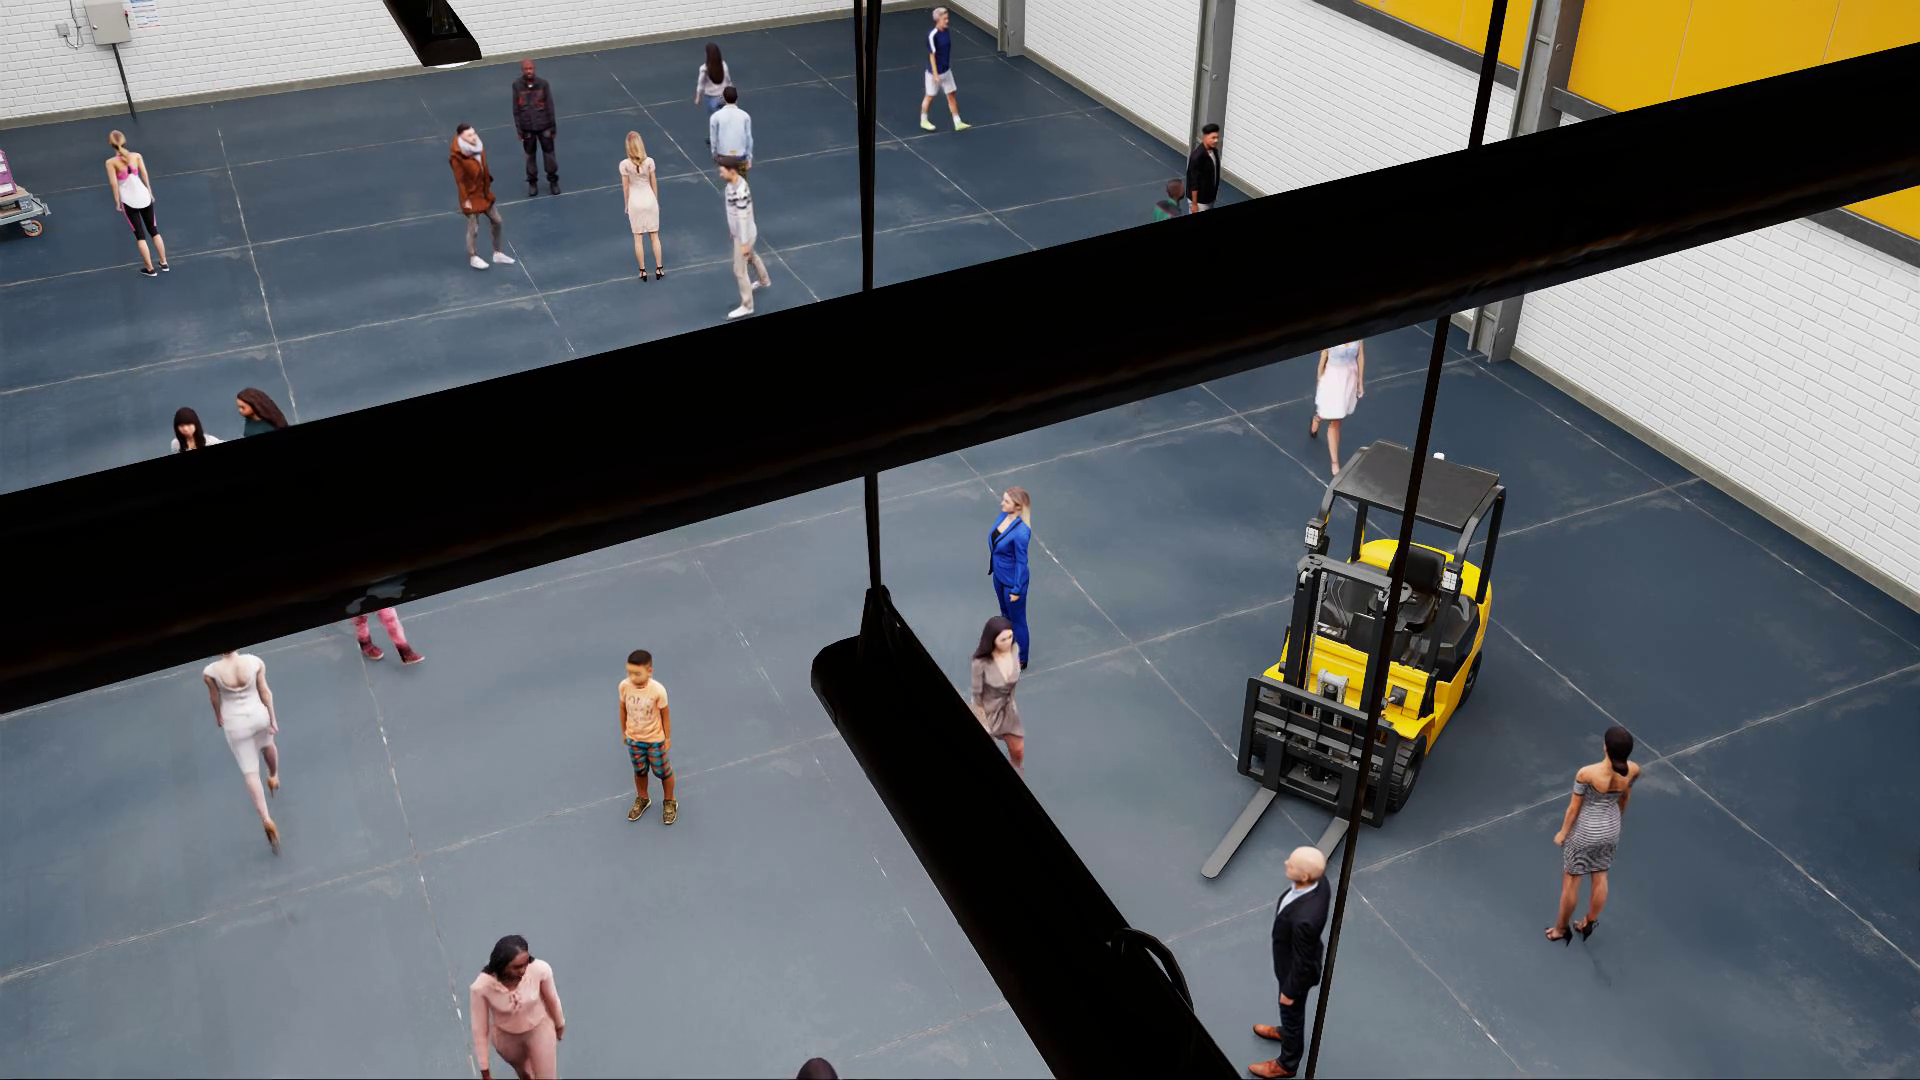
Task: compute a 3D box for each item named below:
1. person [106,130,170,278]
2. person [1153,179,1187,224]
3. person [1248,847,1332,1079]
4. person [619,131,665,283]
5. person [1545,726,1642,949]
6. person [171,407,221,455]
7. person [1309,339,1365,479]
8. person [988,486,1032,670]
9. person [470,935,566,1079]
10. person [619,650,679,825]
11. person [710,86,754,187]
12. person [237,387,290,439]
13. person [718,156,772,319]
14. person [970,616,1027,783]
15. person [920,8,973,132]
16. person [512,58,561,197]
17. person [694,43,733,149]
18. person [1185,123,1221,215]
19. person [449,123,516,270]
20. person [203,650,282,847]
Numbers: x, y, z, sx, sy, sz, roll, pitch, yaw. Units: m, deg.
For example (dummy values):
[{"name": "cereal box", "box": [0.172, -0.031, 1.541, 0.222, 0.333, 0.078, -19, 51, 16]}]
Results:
[{"name": "person", "box": [-9.849, -4.032, 19.891, 0.657, 1.788, 0.675, 26, 42, 33]}, {"name": "person", "box": [2.218, -3.104, 18.476, 0.787, 1.810, 1.072, -12, 35, -17]}, {"name": "person", "box": [2.027, 2.530, 10.009, 0.820, 1.799, 0.738, 8, 35, 12]}, {"name": "person", "box": [-3.769, -3.944, 19.732, 0.605, 1.819, 0.554, -8, 34, -11]}, {"name": "person", "box": [4.142, 1.948, 10.864, 0.639, 1.822, 0.603, -6, 34, -9]}, {"name": "person", "box": [-6.609, -0.485, 14.723, 0.798, 1.602, 1.158, -5, 34, -8]}, {"name": "person", "box": [3.644, -1.536, 16.148, 0.838, 1.775, 1.266, -7, 34, -11]}, {"name": "person", "box": [0.425, 0.300, 13.453, 0.676, 1.701, 0.490, -13, 36, -19]}, {"name": "person", "box": [-2.540, 2.827, 9.660, 0.749, 1.692, 1.003, -7, 34, -10]}, {"name": "person", "box": [-2.261, 1.403, 12.011, 0.601, 1.461, 0.637, 5, 34, 8]}, {"name": "person", "box": [-2.868, -4.784, 21.053, 0.763, 1.755, 1.221, -10, 35, -15]}, {"name": "person", "box": [-6.174, -0.692, 15.035, 0.794, 1.601, 0.802, 22, 40, 30]}, {"name": "person", "box": [-2.484, -3.511, 19.078, 1.105, 1.822, 0.870, -5, 34, -7]}, {"name": "person", "box": [0.191, 1.214, 12.060, 0.662, 1.721, 0.873, -19, 38, -26]}, {"name": "person", "box": [-0.383, -6.792, 24.033, 1.151, 1.801, 0.987, 20, 38, 27]}, {"name": "person", "box": [-5.631, -5.511, 22.090, 0.748, 1.818, 0.680, -6, 34, -9]}, {"name": "person", "box": [-3.330, -6.066, 23.114, 0.795, 1.608, 0.995, -29, 43, -36]}, {"name": "person", "box": [2.906, -4.166, 20.081, 0.786, 1.802, 0.785, 21, 39, 28]}, {"name": "person", "box": [-5.905, -4.145, 20.036, 0.968, 1.818, 0.911, 14, 36, 20]}, {"name": "person", "box": [-5.045, 1.382, 11.778, 0.579, 1.754, 1.071, -16, 37, -22]}]
